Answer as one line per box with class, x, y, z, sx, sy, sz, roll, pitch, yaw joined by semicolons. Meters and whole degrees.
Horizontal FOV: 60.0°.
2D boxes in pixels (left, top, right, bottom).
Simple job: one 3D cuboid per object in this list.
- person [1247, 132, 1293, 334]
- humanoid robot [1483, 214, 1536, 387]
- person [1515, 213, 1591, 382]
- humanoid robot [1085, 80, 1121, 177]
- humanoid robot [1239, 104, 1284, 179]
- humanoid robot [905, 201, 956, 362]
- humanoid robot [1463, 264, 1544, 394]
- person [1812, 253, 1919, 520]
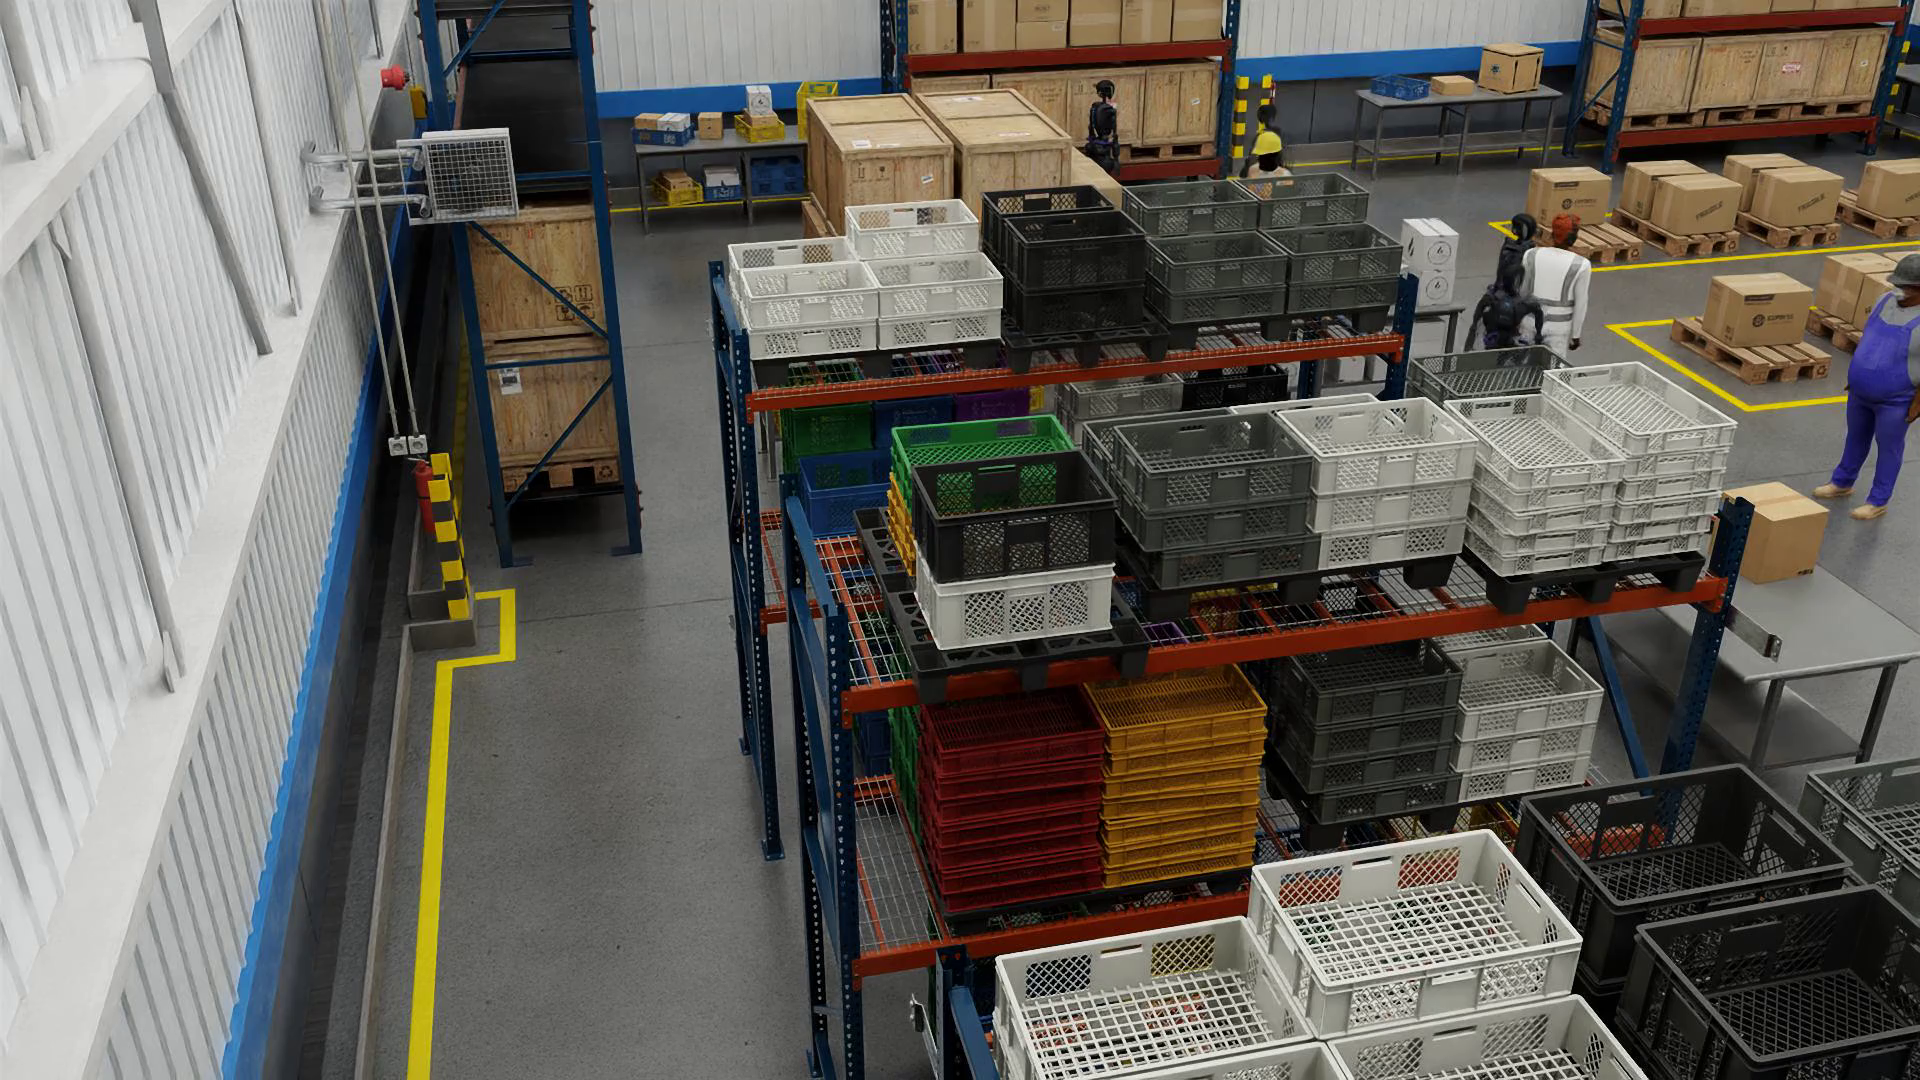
person;2.881;-2.918;15.814;0.392;1.922;0.595;-18;33;-30
humanoid robot;4.730;-2.012;14.343;0.360;1.651;0.594;25;37;39
person;4.818;-1.754;13.644;0.574;1.881;0.355;20;34;33
humanoid robot;1.610;-4.357;18.786;0.326;1.657;0.596;-14;31;-25
humanoid robot;3.224;-3.876;17.912;0.726;1.634;0.604;20;34;32
humanoid robot;-0.298;-2.207;14.777;0.818;1.618;0.557;15;31;27
humanoid robot;4.271;-1.375;13.165;0.592;1.630;0.679;19;33;32
person;6.833;-1.143;12.316;0.536;2.000;0.686;-9;29;-16
